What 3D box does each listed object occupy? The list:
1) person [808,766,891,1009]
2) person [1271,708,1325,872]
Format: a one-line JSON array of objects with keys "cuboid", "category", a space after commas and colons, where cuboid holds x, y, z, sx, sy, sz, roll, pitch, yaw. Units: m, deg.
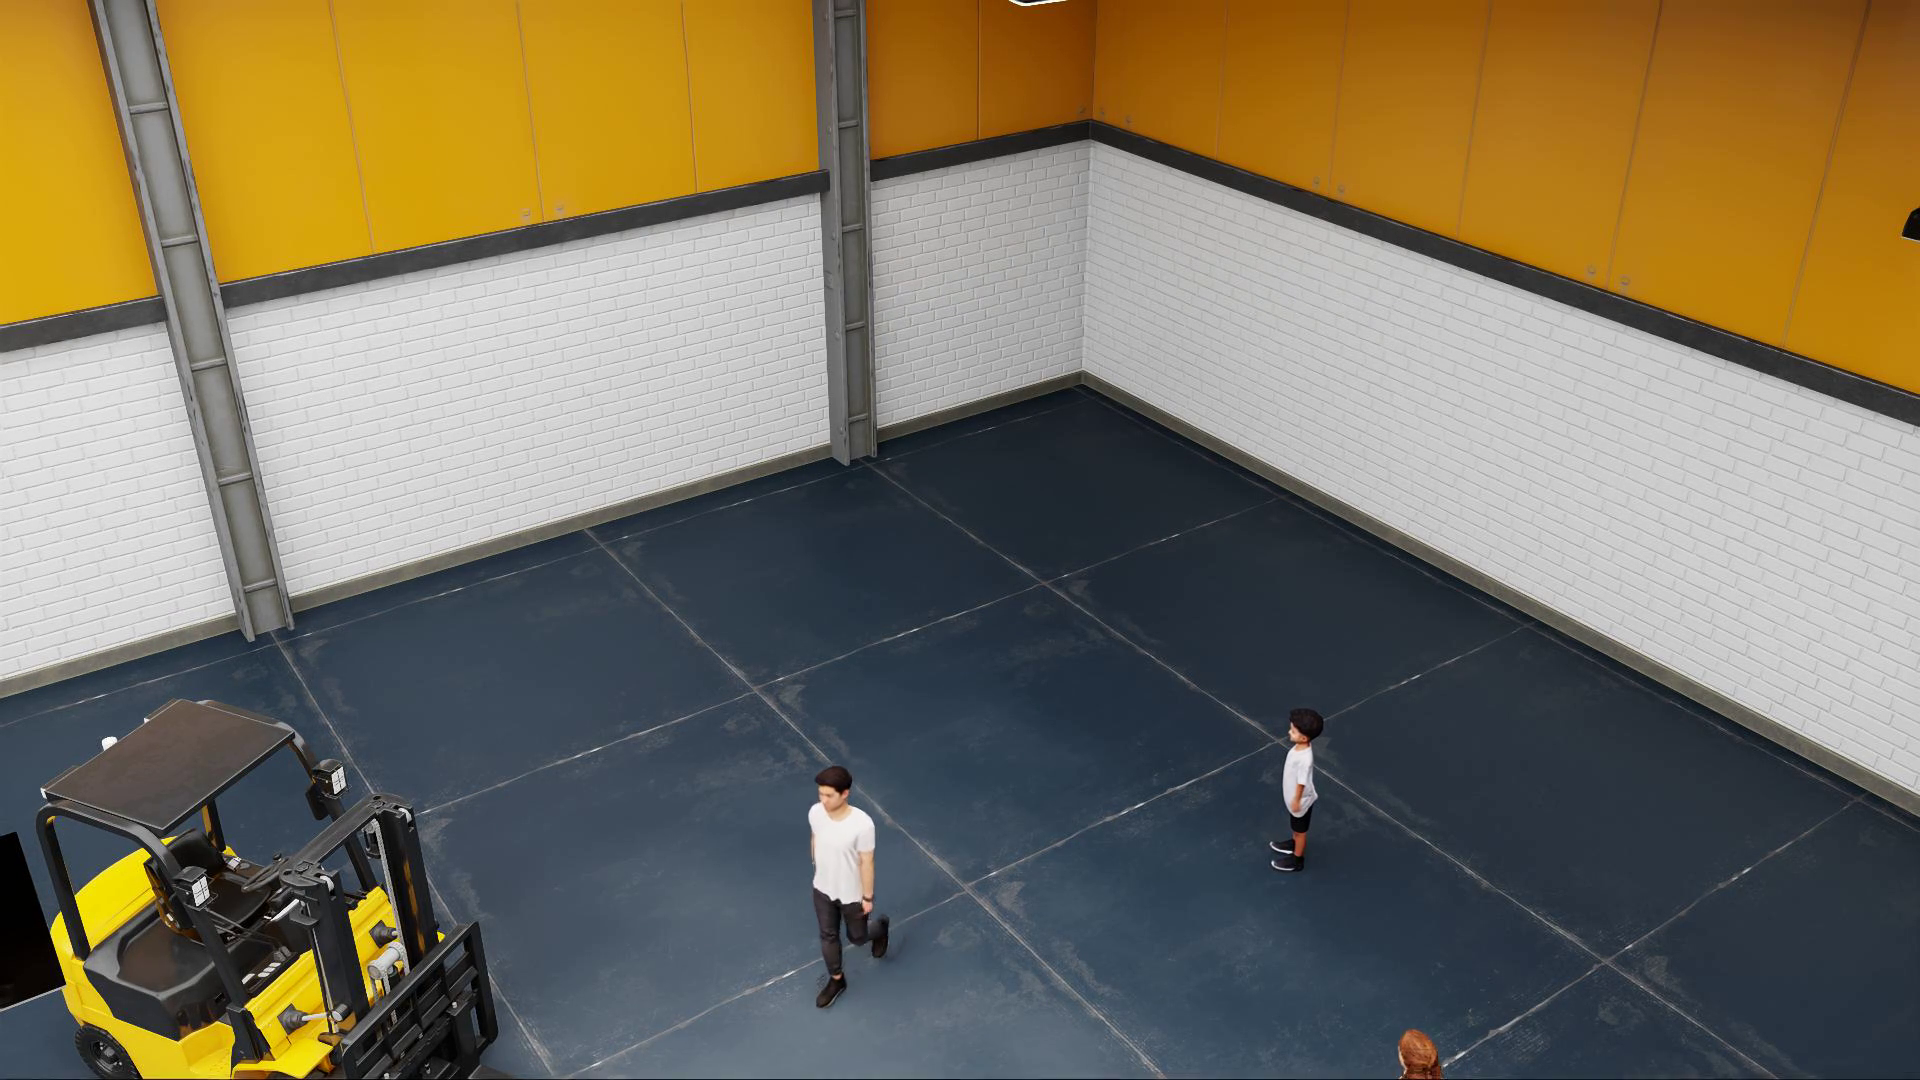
[{"cuboid": [-0.677, 2.079, 10.267, 0.851, 1.710, 1.016, 16, 32, 26], "category": "person"}, {"cuboid": [2.341, 1.702, 11.430, 0.620, 1.258, 0.567, 2, 29, 4], "category": "person"}]
